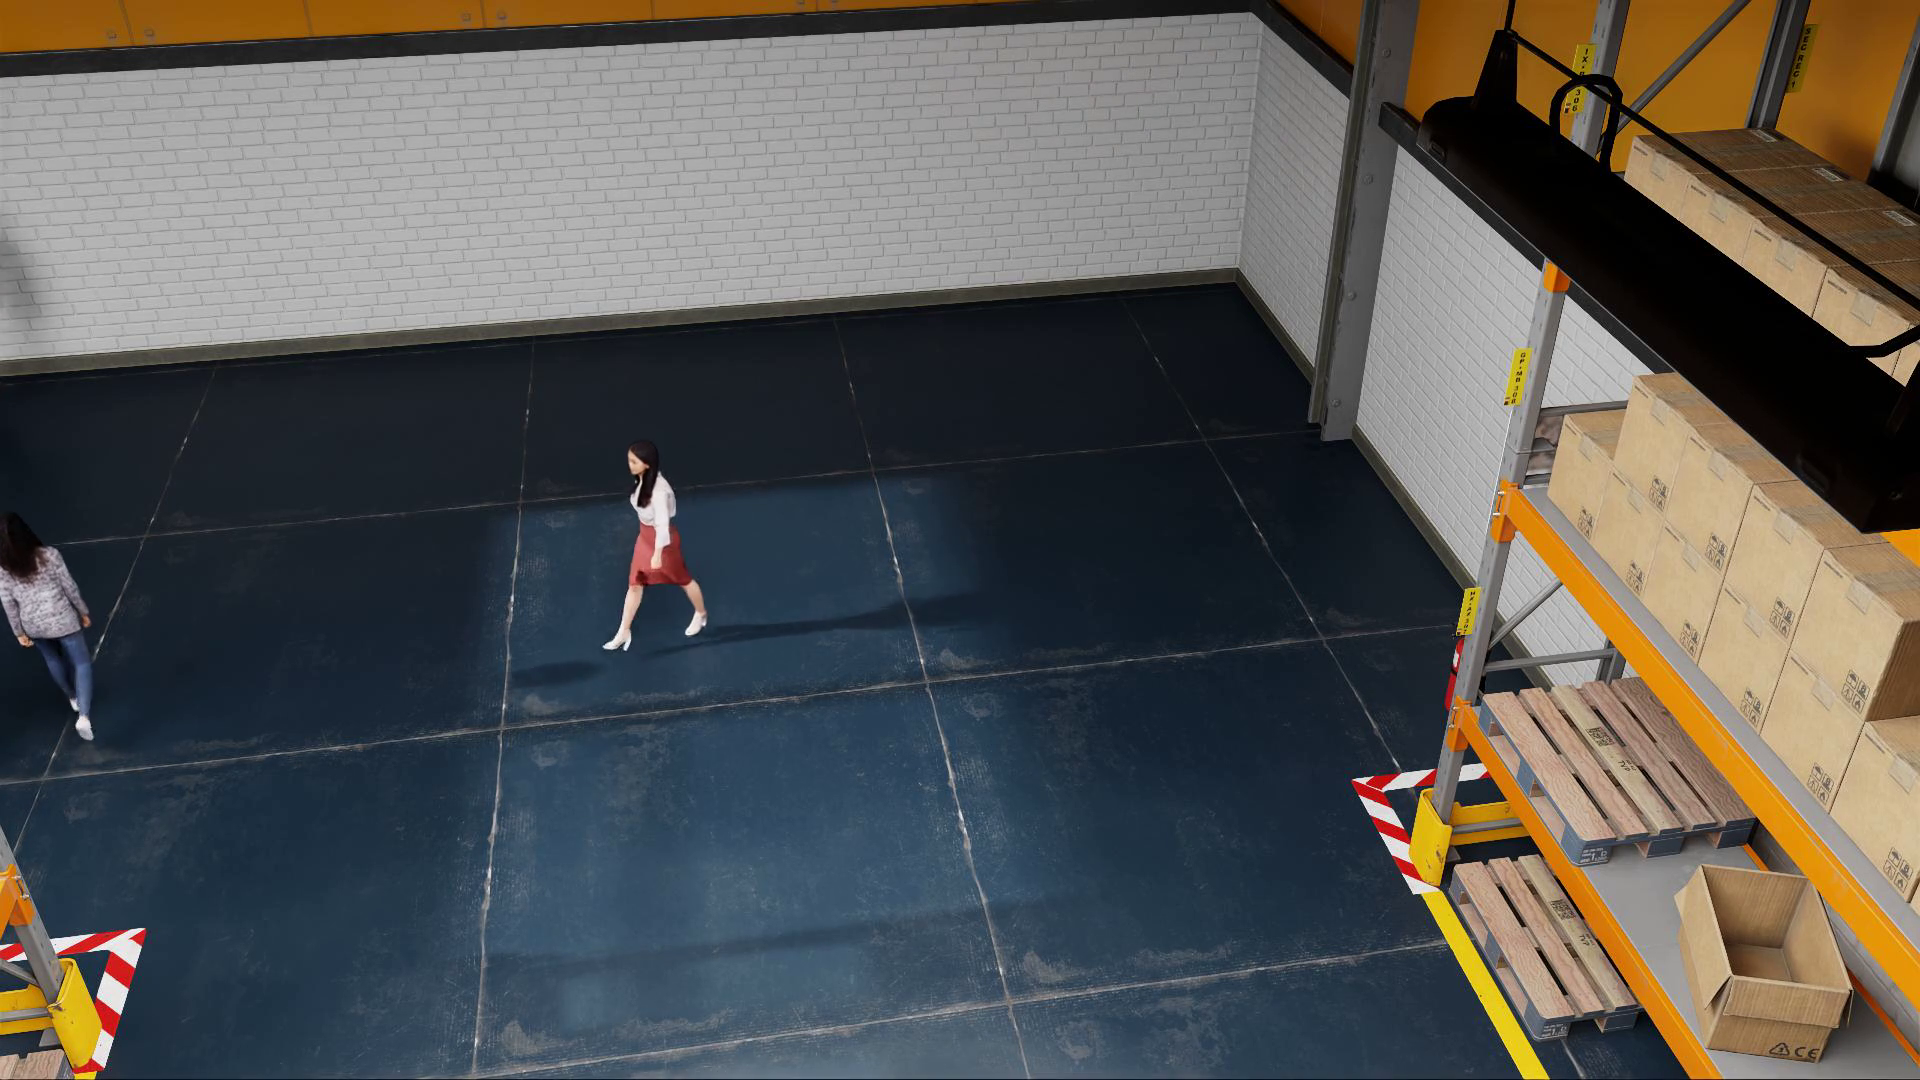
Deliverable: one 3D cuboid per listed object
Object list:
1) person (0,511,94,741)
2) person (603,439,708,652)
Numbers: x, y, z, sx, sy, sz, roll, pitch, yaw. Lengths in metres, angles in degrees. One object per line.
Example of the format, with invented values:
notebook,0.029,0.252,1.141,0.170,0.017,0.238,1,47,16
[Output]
person,-6.090,0.587,11.129,0.733,1.707,1.098,-12,35,-17
person,-2.080,0.029,11.971,0.978,1.705,1.080,-22,39,-29
